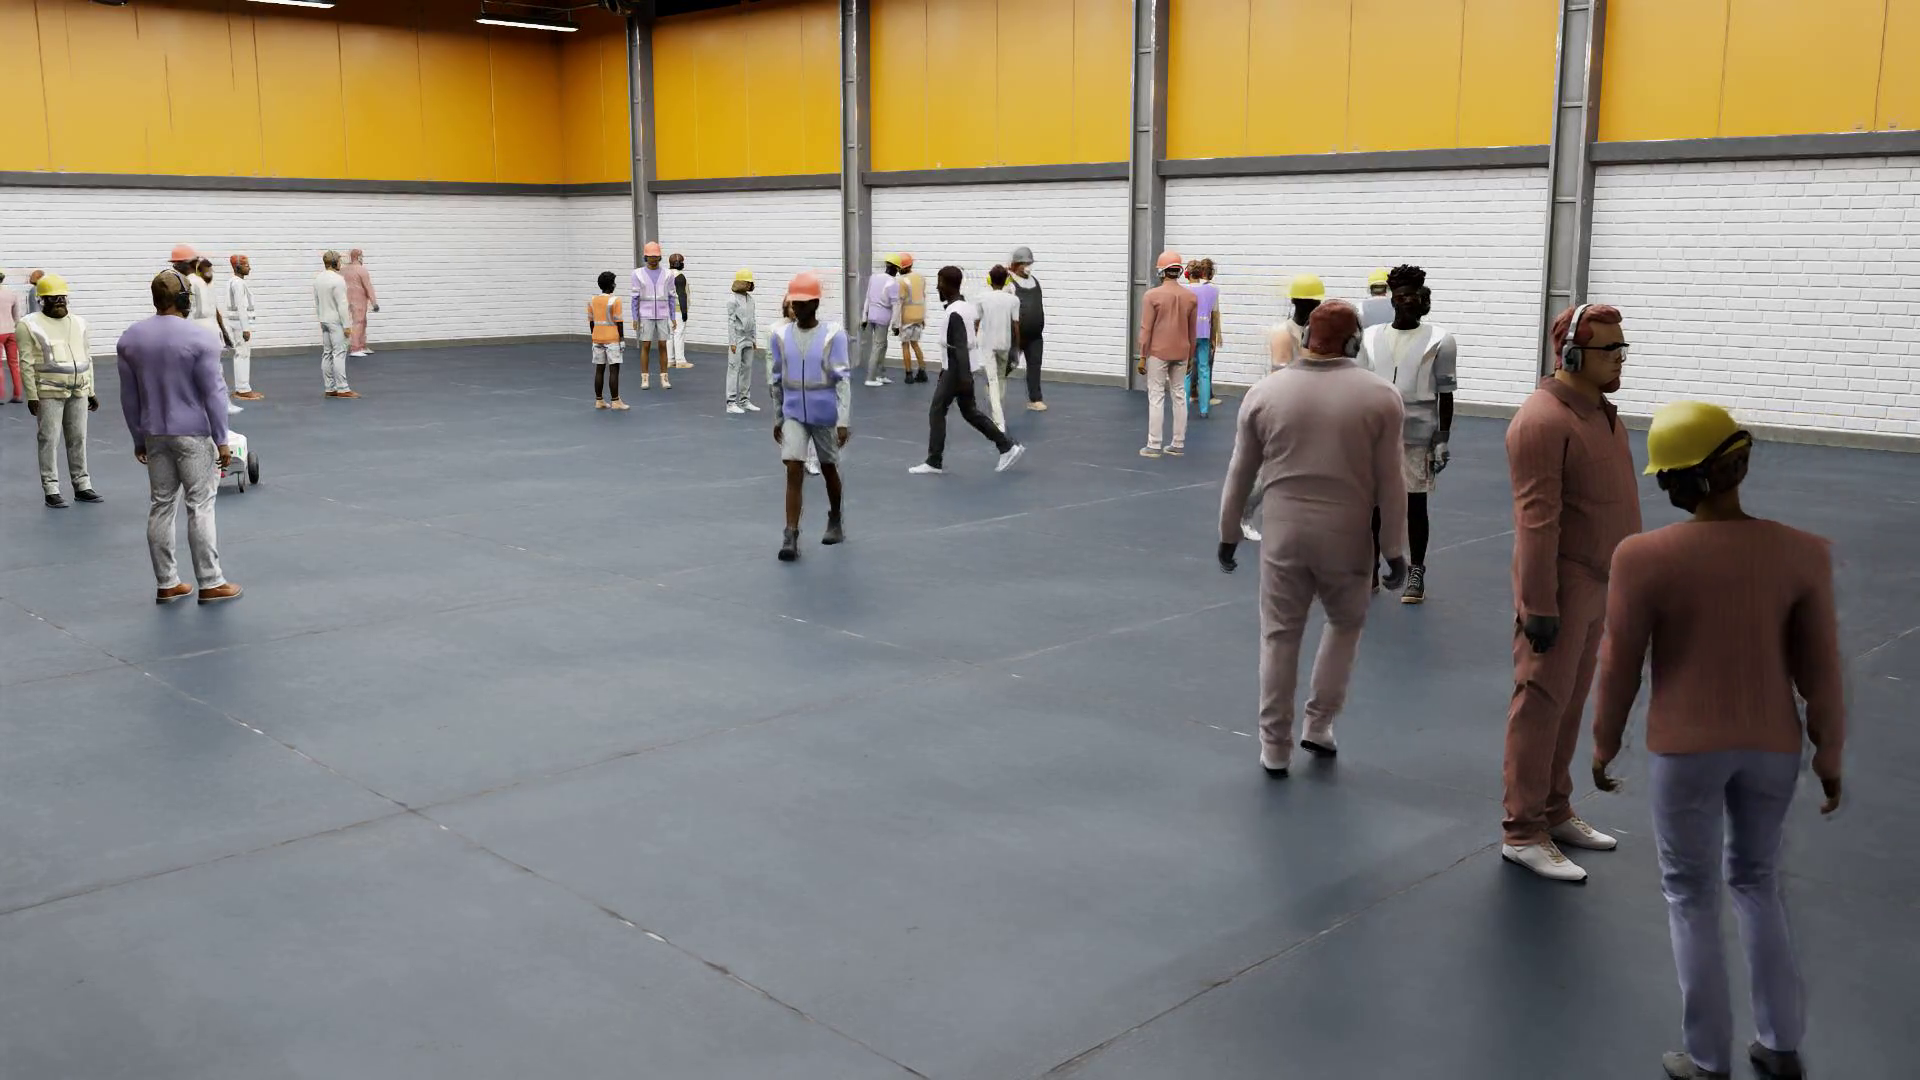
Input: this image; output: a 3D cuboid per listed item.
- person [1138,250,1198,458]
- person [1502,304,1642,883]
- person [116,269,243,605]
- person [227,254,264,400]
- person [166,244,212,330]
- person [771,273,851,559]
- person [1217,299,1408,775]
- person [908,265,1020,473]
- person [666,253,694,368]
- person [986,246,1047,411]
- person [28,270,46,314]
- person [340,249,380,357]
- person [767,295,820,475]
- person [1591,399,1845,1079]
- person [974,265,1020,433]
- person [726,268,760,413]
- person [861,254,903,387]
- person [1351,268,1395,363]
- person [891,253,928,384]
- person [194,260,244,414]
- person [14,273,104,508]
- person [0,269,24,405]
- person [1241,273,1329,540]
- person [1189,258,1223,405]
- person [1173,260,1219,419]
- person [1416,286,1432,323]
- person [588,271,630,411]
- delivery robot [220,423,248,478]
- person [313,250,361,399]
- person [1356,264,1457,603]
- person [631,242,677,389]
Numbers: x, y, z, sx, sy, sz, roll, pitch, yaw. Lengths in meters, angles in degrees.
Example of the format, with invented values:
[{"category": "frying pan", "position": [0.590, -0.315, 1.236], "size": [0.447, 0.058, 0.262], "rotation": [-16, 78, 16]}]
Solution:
[{"category": "person", "position": [2.001, -1.787, 16.055], "size": [0.619, 1.989, 0.396], "rotation": [-5, 11, -24]}, {"category": "person", "position": [2.063, 0.167, 5.599], "size": [0.408, 1.907, 0.647], "rotation": [8, 13, 36]}, {"category": "person", "position": [-4.515, -0.587, 9.620], "size": [0.633, 1.938, 0.356], "rotation": [2, 11, 10]}, {"category": "person", "position": [-9.353, -2.772, 21.685], "size": [0.340, 1.882, 0.586], "rotation": [-6, 12, -29]}, {"category": "person", "position": [-8.575, -2.269, 18.543], "size": [0.421, 2.029, 0.644], "rotation": [-1, 10, -8]}, {"category": "person", "position": [-1.002, -0.850, 11.211], "size": [0.581, 1.889, 0.998], "rotation": [2, 11, 11]}, {"category": "person", "position": [1.398, -0.012, 6.635], "size": [0.779, 1.876, 0.599], "rotation": [4, 11, 20]}, {"category": "person", "position": [0.049, -1.515, 14.871], "size": [0.934, 1.881, 0.574], "rotation": [2, 11, 9]}, {"category": "person", "position": [-4.550, -3.687, 26.794], "size": [0.429, 1.842, 0.636], "rotation": [-8, 13, -36]}, {"category": "person", "position": [0.703, -2.626, 20.463], "size": [0.687, 2.000, 0.888], "rotation": [-7, 13, -35]}, {"category": "person", "position": [-14.422, -3.428, 26.047], "size": [0.493, 1.595, 0.848], "rotation": [9, 14, 42]}, {"category": "person", "position": [-10.558, -4.182, 29.404], "size": [0.668, 1.881, 0.775], "rotation": [8, 13, 37]}, {"category": "person", "position": [-1.452, -1.374, 14.783], "size": [0.536, 1.610, 0.679], "rotation": [-4, 11, -18]}, {"category": "person", "position": [1.871, 0.521, 4.144], "size": [0.542, 1.725, 0.507], "rotation": [1, 10, 3]}, {"category": "person", "position": [0.384, -2.065, 18.050], "size": [0.517, 1.817, 0.995], "rotation": [-3, 11, -14]}, {"category": "person", "position": [-2.611, -2.399, 20.070], "size": [0.340, 1.735, 0.483], "rotation": [6, 12, 29]}, {"category": "person", "position": [-1.059, -3.107, 23.555], "size": [0.725, 1.864, 0.652], "rotation": [-9, 14, -40]}, {"category": "person", "position": [4.171, -1.810, 16.633], "size": [0.598, 1.811, 0.754], "rotation": [3, 11, 18]}, {"category": "person", "position": [-0.697, -3.172, 23.895], "size": [0.383, 1.882, 0.644], "rotation": [9, 14, 40]}, {"category": "person", "position": [-8.863, -2.400, 19.816], "size": [0.829, 1.835, 0.515], "rotation": [0, 10, 2]}, {"category": "person", "position": [-7.096, -1.178, 13.138], "size": [0.404, 1.833, 0.590], "rotation": [5, 12, 27]}, {"category": "person", "position": [-12.152, -2.592, 21.063], "size": [0.358, 1.756, 0.528], "rotation": [4, 11, 23]}, {"category": "person", "position": [2.307, -0.897, 11.471], "size": [0.951, 1.886, 0.601], "rotation": [9, 14, 41]}, {"category": "person", "position": [3.078, -2.611, 20.952], "size": [0.344, 1.838, 0.546], "rotation": [-7, 13, -35]}, {"category": "person", "position": [2.717, -2.319, 19.318], "size": [0.567, 1.847, 0.389], "rotation": [-2, 11, -11]}, {"category": "person", "position": [4.069, -1.467, 15.104], "size": [0.424, 1.680, 0.542], "rotation": [4, 11, 20]}, {"category": "person", "position": [-4.292, -2.423, 20.288], "size": [0.540, 1.697, 0.316], "rotation": [6, 12, 31]}, {"category": "delivery robot", "position": [-6.204, -0.746, 14.010], "size": [0.477, 0.478, 0.707], "rotation": [-4, 11, -20]}, {"category": "person", "position": [-8.157, -2.802, 21.702], "size": [0.627, 1.940, 0.370], "rotation": [8, 13, 39]}, {"category": "person", "position": [2.560, -0.616, 9.700], "size": [0.613, 1.965, 0.361], "rotation": [6, 12, 30]}, {"category": "person", "position": [-4.234, -3.103, 23.063], "size": [0.616, 2.039, 0.387], "rotation": [-3, 11, -18]}]
